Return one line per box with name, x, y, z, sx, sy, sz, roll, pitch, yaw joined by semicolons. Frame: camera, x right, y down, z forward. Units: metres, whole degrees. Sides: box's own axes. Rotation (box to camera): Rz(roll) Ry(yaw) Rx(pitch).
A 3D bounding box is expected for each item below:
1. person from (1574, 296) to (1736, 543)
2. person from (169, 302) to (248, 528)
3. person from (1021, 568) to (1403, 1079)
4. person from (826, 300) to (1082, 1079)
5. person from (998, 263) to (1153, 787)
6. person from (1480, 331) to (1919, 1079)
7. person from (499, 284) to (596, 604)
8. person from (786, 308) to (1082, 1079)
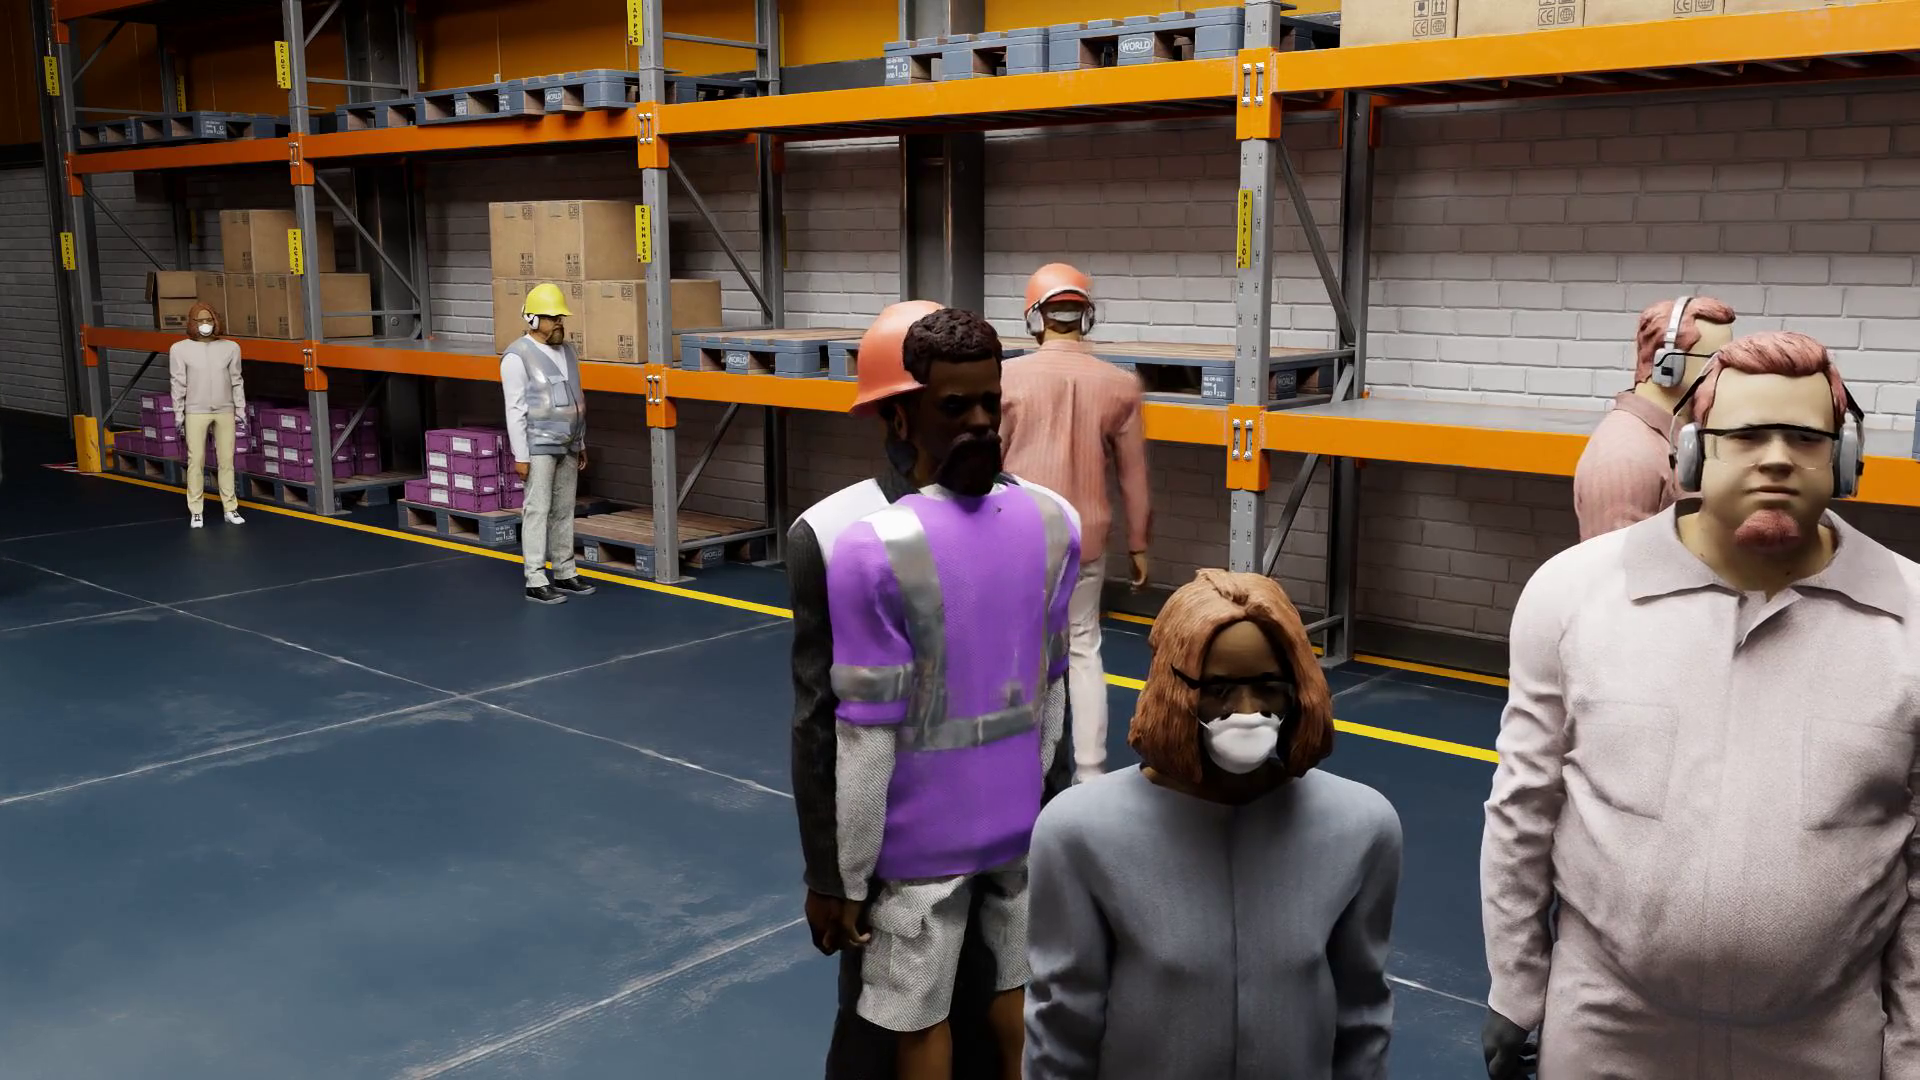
person;1.760;0.347;4.190;0.409;1.905;0.652;7;12;34
person;-5.453;-0.908;12.105;0.507;1.632;0.281;-8;13;-38
person;0.324;0.839;2.161;0.497;1.633;0.285;-2;10;-10
person;-0.041;0.531;3.081;0.542;1.929;0.368;-9;13;-42
person;0.309;0.019;5.890;0.801;1.966;0.594;-3;10;-15
person;1.060;0.667;2.352;0.643;1.913;0.410;4;11;21
person;-2.348;-0.549;9.539;0.403;1.825;0.587;5;11;24
person;-0.039;0.535;3.081;0.590;1.919;0.395;-6;12;-31
